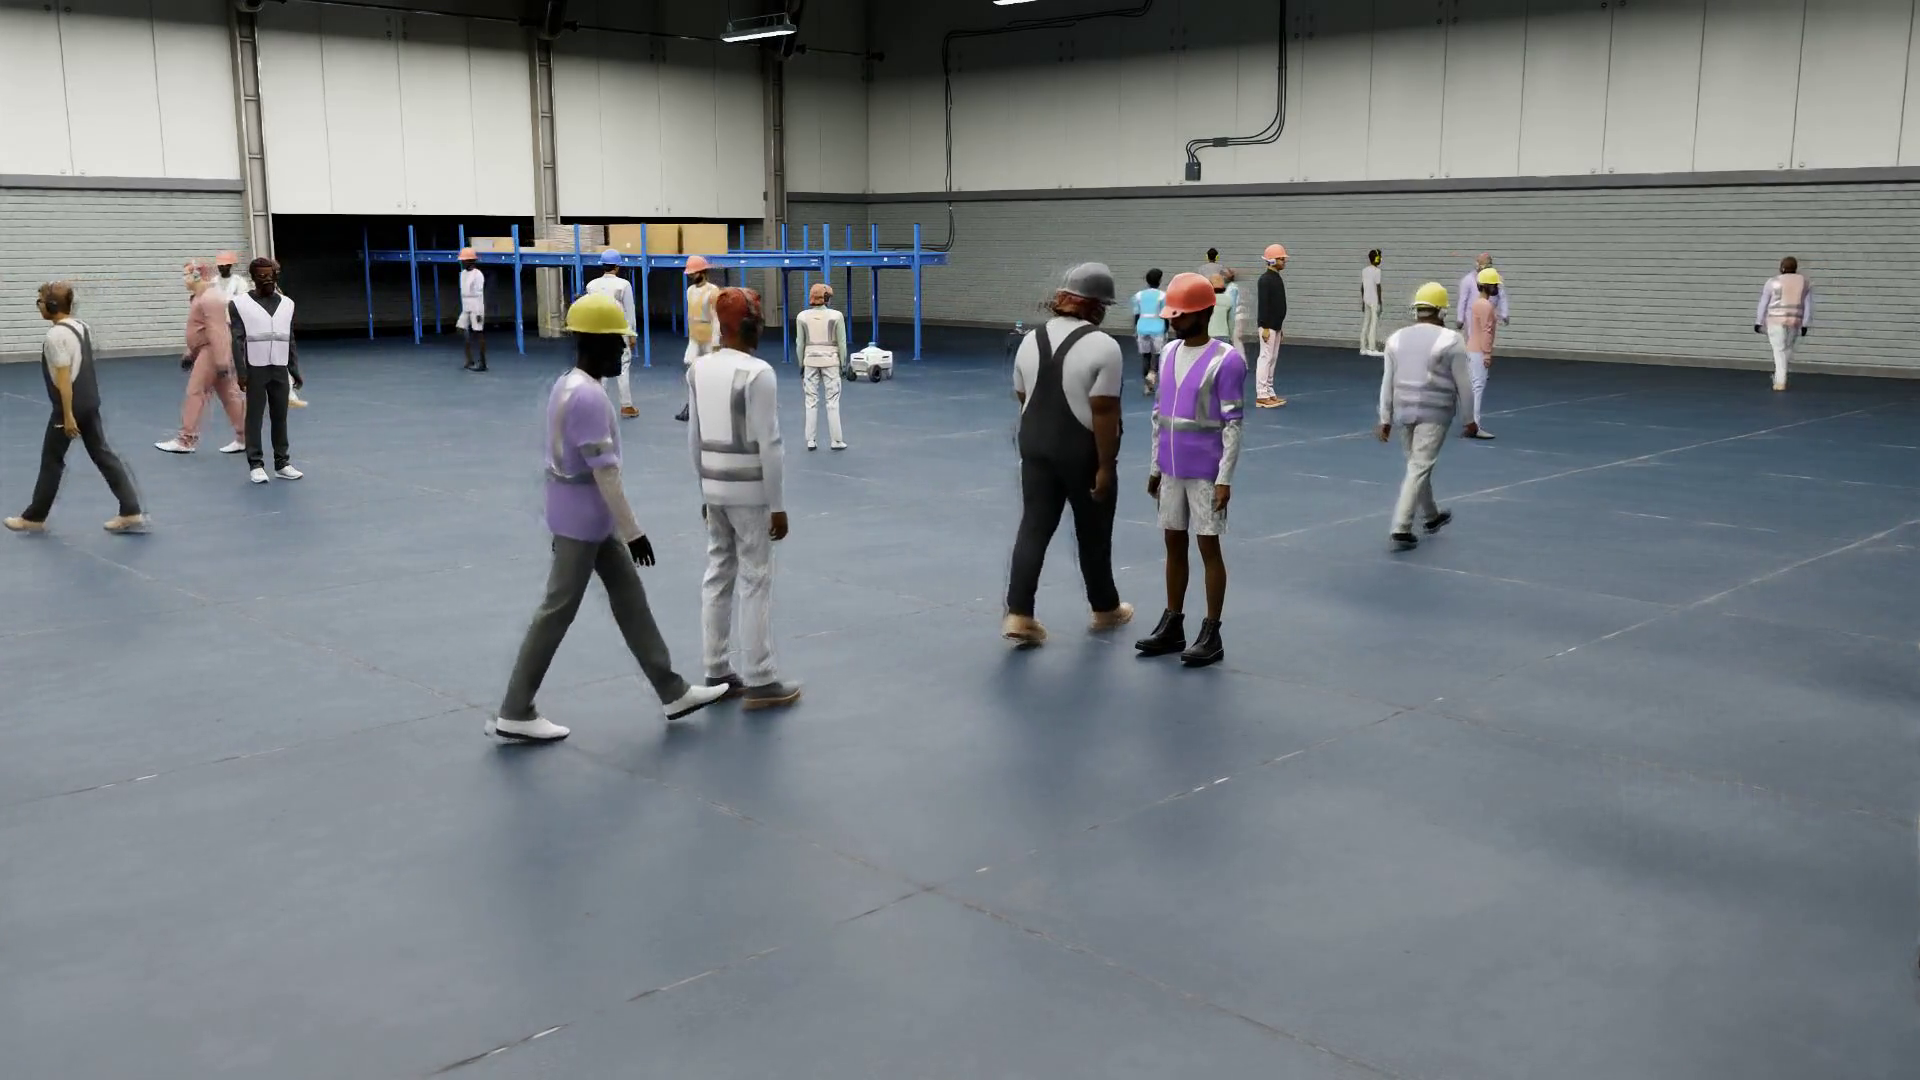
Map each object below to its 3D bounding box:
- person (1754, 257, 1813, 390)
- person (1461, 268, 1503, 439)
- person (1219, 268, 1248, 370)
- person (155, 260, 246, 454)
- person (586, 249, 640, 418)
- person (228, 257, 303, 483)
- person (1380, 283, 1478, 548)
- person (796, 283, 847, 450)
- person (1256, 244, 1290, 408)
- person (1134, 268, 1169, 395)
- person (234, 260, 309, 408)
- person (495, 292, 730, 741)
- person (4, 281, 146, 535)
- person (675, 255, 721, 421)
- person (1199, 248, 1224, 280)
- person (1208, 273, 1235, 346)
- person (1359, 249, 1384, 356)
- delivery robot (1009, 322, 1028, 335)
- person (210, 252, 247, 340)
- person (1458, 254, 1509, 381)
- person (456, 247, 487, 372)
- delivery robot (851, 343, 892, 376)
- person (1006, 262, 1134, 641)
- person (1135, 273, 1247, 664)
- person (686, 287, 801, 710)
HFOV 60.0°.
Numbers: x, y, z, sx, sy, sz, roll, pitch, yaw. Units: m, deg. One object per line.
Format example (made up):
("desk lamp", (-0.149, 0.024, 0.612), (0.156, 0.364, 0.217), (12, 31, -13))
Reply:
("person", (11.347, -2.998, 23.012), (0.638, 1.796, 0.922), (1, 10, 5))
("person", (5.480, -1.958, 17.451), (0.328, 1.769, 0.526), (1, 10, 4))
("person", (4.187, -3.402, 25.754), (0.668, 1.602, 0.531), (-3, 11, -16))
("person", (-7.367, -1.753, 16.069), (0.955, 1.863, 0.650), (-4, 11, -21))
("person", (-4.051, -2.410, 19.419), (0.602, 1.949, 0.391), (3, 11, 17))
("person", (-6.011, -1.479, 14.421), (0.391, 1.920, 0.587), (8, 13, 37))
("person", (3.227, -0.862, 11.424), (0.918, 1.782, 0.601), (-8, 13, -39))
("person", (-1.363, -1.708, 16.441), (0.512, 1.638, 0.312), (2, 11, 12))
("person", (3.867, -2.655, 20.623), (0.373, 1.997, 0.619), (5, 12, 27))
("person", (2.527, -2.758, 22.051), (0.536, 1.685, 0.442), (6, 12, 29))
("person", (-8.474, -2.509, 20.325), (0.761, 1.821, 0.635), (-2, 11, -9))
("person", (-1.515, -0.093, 6.999), (1.009, 1.871, 0.594), (-2, 11, -12))
("person", (-6.311, -0.932, 11.811), (0.990, 1.795, 0.527), (0, 10, 0))
("person", (-2.914, -2.355, 19.308), (0.546, 1.896, 0.914), (8, 13, 38))
("person", (4.812, -4.646, 31.826), (0.520, 1.873, 0.328), (3, 11, 14))
("person", (3.235, -2.548, 21.036), (0.507, 1.630, 0.268), (-4, 11, -19))
("person", (7.278, -4.190, 29.352), (0.313, 1.866, 0.531), (-5, 11, -25))
("delivery robot", (1.074, -3.866, 30.302), (0.335, 0.223, 0.698), (0, 10, -3))
("person", (-10.425, -3.182, 23.836), (0.567, 1.887, 1.024), (0, 10, 1))
("person", (7.684, -3.286, 24.511), (0.637, 1.847, 1.053), (-2, 11, -9))
("person", (-7.650, -3.580, 25.883), (0.587, 1.915, 0.612), (8, 13, 39))
("delivery robot", (-1.295, -2.652, 24.406), (0.477, 0.478, 0.707), (6, 12, 29))
("person", (0.564, -0.472, 8.719), (0.693, 2.000, 0.999), (8, 13, 39))
("person", (1.139, -0.353, 8.264), (0.374, 1.928, 0.543), (-9, 14, -40))
("person", (-0.987, -0.193, 7.504), (0.581, 1.883, 0.338), (10, 14, 42))
